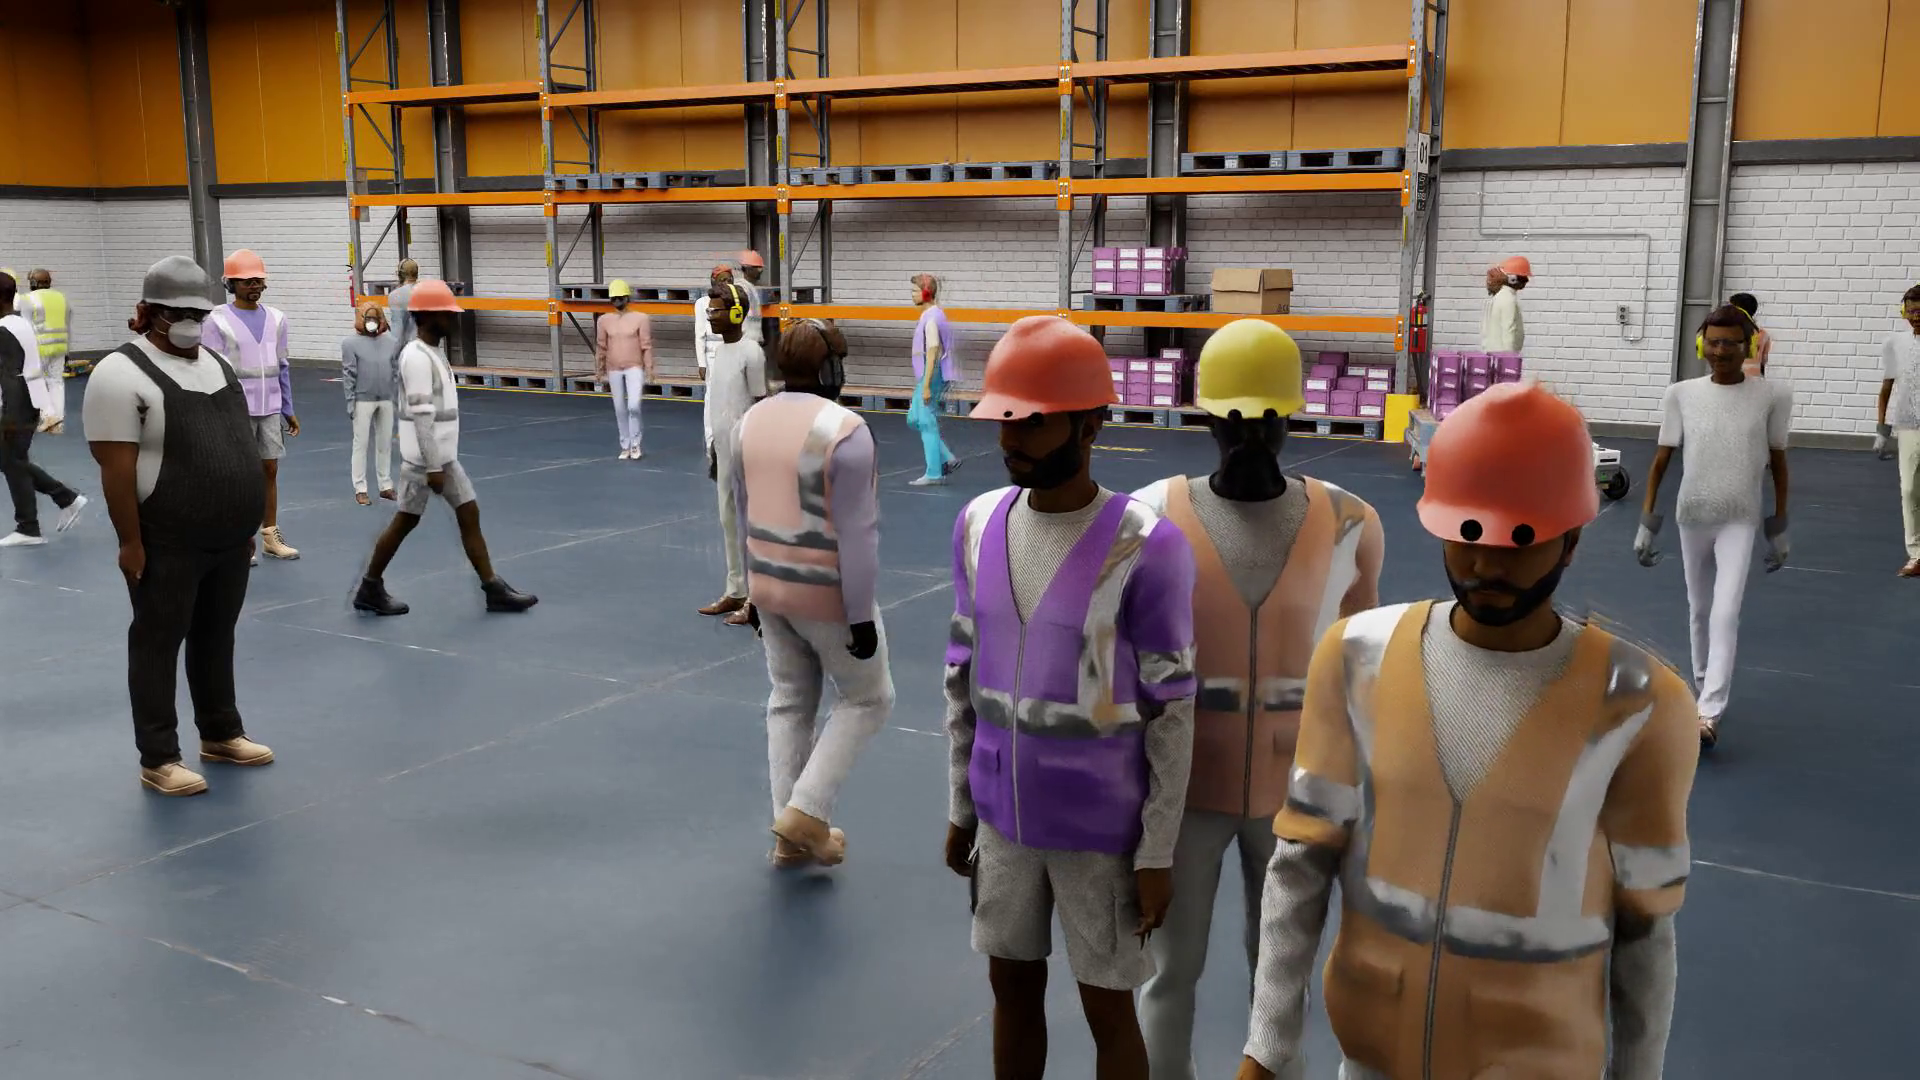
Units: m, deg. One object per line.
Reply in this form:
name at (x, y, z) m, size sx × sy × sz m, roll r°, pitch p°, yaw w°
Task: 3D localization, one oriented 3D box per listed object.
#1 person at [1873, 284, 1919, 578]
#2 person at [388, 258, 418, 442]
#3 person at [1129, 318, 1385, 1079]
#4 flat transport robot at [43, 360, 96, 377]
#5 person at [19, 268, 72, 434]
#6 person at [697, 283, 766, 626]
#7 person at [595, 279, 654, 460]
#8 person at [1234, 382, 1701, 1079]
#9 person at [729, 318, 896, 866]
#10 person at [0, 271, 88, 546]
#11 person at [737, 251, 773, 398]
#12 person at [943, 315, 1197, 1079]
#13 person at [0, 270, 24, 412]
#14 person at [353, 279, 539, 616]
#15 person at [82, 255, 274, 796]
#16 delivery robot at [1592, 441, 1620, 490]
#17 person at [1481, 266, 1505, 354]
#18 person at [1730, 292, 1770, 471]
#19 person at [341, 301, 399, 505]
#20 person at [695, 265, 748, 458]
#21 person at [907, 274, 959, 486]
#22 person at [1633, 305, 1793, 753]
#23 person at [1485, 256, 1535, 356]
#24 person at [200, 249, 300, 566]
person at (6.018, -0.672, 10.373) m, size 0.457 × 1.833 × 0.560 m, roll -9°, pitch 14°, yaw -42°
person at (-5.794, -2.001, 17.616) m, size 0.368 × 1.939 × 0.632 m, roll 5°, pitch 11°, yaw 24°
person at (0.577, 0.506, 3.464) m, size 0.596 × 1.924 × 0.380 m, roll 0°, pitch 10°, yaw 0°
flat transport robot at (-14.328, -2.735, 26.491) m, size 0.652 × 0.197 × 1.431 m, roll -2°, pitch 10°, yaw -12°
person at (-10.039, -2.062, 18.266) m, size 0.442 × 1.832 × 0.660 m, roll 4°, pitch 11°, yaw 20°
person at (-1.243, -0.469, 9.137) m, size 0.314 × 1.869 × 0.535 m, roll -7°, pitch 12°, yaw -35°
person at (-3.251, -1.632, 16.040) m, size 0.557 × 1.747 × 0.512 m, roll 1°, pitch 10°, yaw 5°
person at (0.735, 0.710, 2.421) m, size 0.555 × 1.893 × 0.954 m, roll 6°, pitch 12°, yaw 32°
person at (-0.479, 0.191, 5.494) m, size 0.644 × 1.832 × 0.432 m, roll 9°, pitch 14°, yaw 42°
person at (-6.481, -0.906, 11.535) m, size 0.505 × 1.905 × 0.598 m, roll -5°, pitch 11°, yaw -26°
person at (-2.347, -2.392, 19.641) m, size 0.917 × 2.006 × 0.643 m, roll 0°, pitch 10°, yaw 0°
person at (0.180, 0.535, 3.259) m, size 0.548 × 1.936 × 0.378 m, roll 8°, pitch 13°, yaw 37°
person at (-12.014, -2.516, 21.036) m, size 0.611 × 1.773 × 0.961 m, roll -1°, pitch 10°, yaw -6°
person at (-2.947, -0.498, 9.256) m, size 1.014 × 1.890 × 0.559 m, roll 0°, pitch 10°, yaw -2°
person at (-2.928, -0.069, 6.383) m, size 0.535 × 2.000 × 0.684 m, roll 3°, pitch 11°, yaw 18°
delivery robot at (5.083, -0.668, 13.715) m, size 0.477 × 0.478 × 0.707 m, roll -4°, pitch 11°, yaw -23°
person at (5.508, -1.844, 16.922) m, size 0.435 × 1.868 × 0.653 m, roll 5°, pitch 11°, yaw 24°
person at (6.678, -1.252, 14.095) m, size 0.538 × 1.683 × 0.546 m, roll -4°, pitch 11°, yaw -24°
person at (-4.721, -1.107, 13.414) m, size 0.287 × 1.632 × 0.501 m, roll 8°, pitch 13°, yaw 40°
person at (-2.318, -1.743, 16.316) m, size 0.575 × 1.883 × 0.355 m, roll -8°, pitch 13°, yaw -37°
person at (-0.266, -1.364, 14.309) m, size 0.440 × 1.830 × 0.599 m, roll 0°, pitch 10°, yaw -1°
person at (3.102, -0.049, 6.890) m, size 0.561 × 1.818 × 0.959 m, roll 7°, pitch 12°, yaw 33°
person at (5.257, -1.764, 16.167) m, size 0.548 × 1.974 × 0.688 m, roll 2°, pitch 10°, yaw 10°
person at (-4.599, -0.856, 10.831) m, size 0.378 × 2.045 × 0.605 m, roll 7°, pitch 12°, yaw 35°
